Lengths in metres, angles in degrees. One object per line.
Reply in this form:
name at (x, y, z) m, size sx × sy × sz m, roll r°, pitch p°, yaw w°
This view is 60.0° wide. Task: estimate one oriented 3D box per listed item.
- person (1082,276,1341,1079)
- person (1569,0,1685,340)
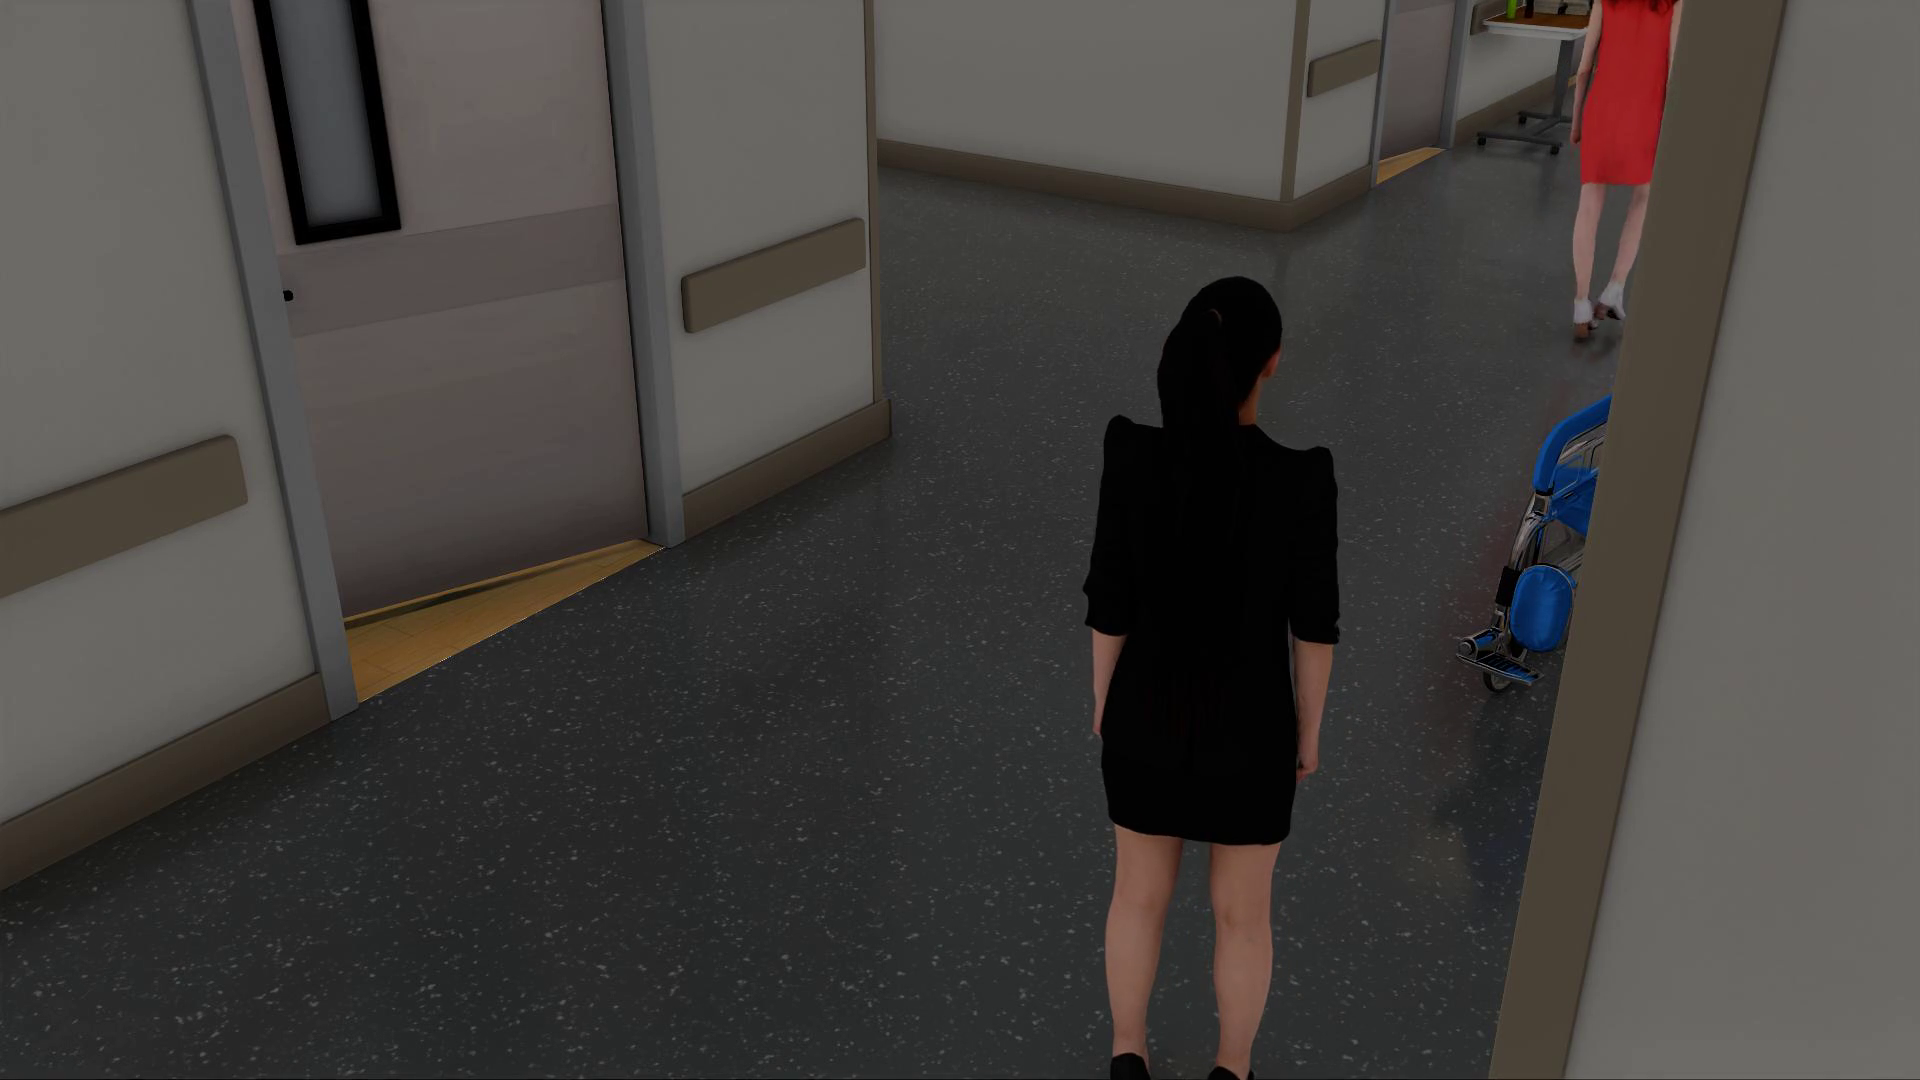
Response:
person at (0.436, 0.348, 3.009) m, size 0.655 × 1.696 × 0.619 m, roll 8°, pitch 27°, yaw 16°
person at (2.844, -1.744, 7.215) m, size 0.617 × 1.811 × 0.600 m, roll 17°, pitch 30°, yaw 31°
